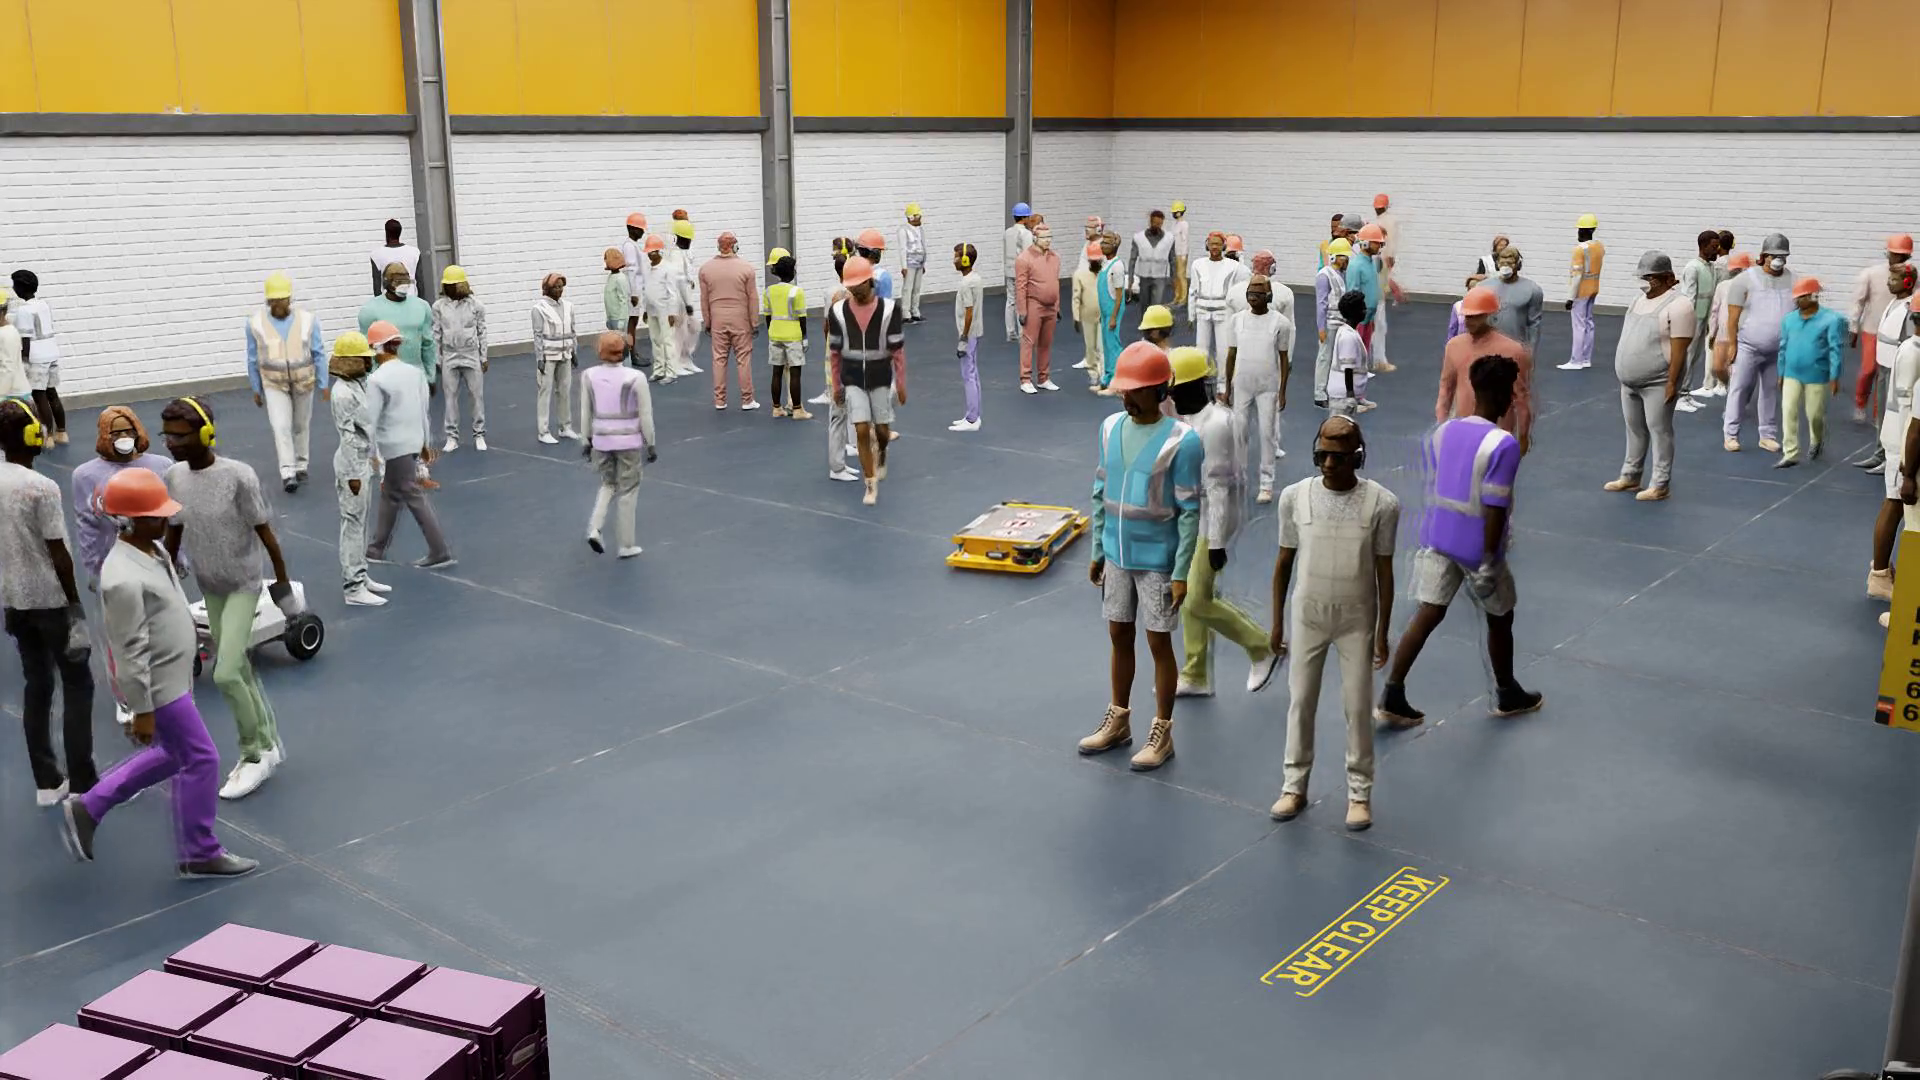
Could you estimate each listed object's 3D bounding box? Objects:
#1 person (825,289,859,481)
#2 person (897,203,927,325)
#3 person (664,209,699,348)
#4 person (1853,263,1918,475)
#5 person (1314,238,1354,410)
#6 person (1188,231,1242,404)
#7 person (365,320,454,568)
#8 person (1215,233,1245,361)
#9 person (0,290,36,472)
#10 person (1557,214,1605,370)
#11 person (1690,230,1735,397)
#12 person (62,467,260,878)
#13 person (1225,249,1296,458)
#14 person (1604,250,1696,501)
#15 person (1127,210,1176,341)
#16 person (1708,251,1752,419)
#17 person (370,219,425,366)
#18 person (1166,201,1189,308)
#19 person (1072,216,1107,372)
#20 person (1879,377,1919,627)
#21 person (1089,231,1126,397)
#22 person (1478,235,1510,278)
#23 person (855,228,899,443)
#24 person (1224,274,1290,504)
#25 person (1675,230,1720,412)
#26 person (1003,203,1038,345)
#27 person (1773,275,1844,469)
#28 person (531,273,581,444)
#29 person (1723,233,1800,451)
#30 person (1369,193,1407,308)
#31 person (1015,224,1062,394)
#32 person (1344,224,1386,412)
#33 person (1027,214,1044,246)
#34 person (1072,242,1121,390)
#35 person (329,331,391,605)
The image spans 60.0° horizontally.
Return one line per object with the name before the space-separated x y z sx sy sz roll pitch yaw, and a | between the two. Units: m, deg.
person | -1.007 -1.333 14.318 0.311 1.636 0.523 0 14 0
person | -0.710 -4.232 25.511 0.404 1.829 0.608 8 16 29
person | -3.823 -3.578 22.788 0.337 1.882 0.584 5 15 19
person | 8.162 -1.485 14.498 0.375 1.845 0.574 3 14 11
person | 4.034 -2.320 17.867 0.404 1.830 0.602 12 18 39
person | 2.778 -2.433 18.211 0.585 1.882 0.337 6 15 23
person | -3.903 -0.652 11.471 0.733 1.724 0.595 2 14 8
person | 3.508 -3.132 21.494 0.307 1.645 0.519 8 16 28
person | -7.692 -1.163 13.406 0.337 1.762 0.537 -13 19 -42
person | 7.748 -3.078 20.704 0.587 1.928 0.362 -12 19 -40
person | 8.501 -2.535 18.663 0.521 1.865 0.327 -5 15 -21
person | -3.255 0.543 6.627 0.697 1.710 0.567 -4 15 -15
person | 2.743 -1.688 15.192 0.641 1.908 0.407 6 15 22
person | 5.610 -1.357 13.595 0.535 2.000 0.690 -4 15 -17
person | 2.619 -3.549 22.714 0.643 1.852 0.993 2 14 8
person | 8.127 -2.151 17.400 0.535 1.726 0.565 -10 17 -34
person | -6.655 -2.837 19.754 0.592 1.922 0.392 -7 16 -26
person | 3.645 -4.771 27.817 0.339 1.761 0.524 -5 15 -17
person | 1.648 -3.037 20.574 0.401 1.913 0.641 -5 15 -20
person | 5.907 -0.451 9.975 0.683 2.000 0.536 -3 14 -11
person | 1.681 -2.540 18.719 0.344 1.847 0.504 -3 14 -10
person | 6.970 -3.175 21.725 0.521 1.615 0.689 2 14 6
person | -0.853 -1.962 16.008 0.615 2.041 0.376 10 17 35
person | 2.385 -1.214 13.421 0.518 1.844 0.332 6 15 24
person | 7.859 -2.345 17.794 0.372 1.916 0.597 12 18 39
person | 0.833 -3.703 23.157 0.391 1.949 0.602 -9 17 -32
person | 7.569 -1.501 14.816 0.692 1.713 0.592 -11 18 -38
person | -3.888 -1.745 15.987 0.318 1.630 0.513 9 17 32
person | 7.517 -1.834 15.502 0.681 2.000 0.538 0 14 1
person | 6.878 -4.639 26.911 0.846 1.947 0.666 -6 15 -24
person | 0.925 -2.634 18.971 0.652 1.906 0.404 -12 18 -40
person | 4.287 -2.359 17.713 0.406 1.987 0.616 9 17 33
person | 1.188 -4.352 26.410 0.280 1.624 0.494 7 16 27
person | 1.568 -2.572 19.129 0.568 1.699 0.871 3 14 11
person | -3.832 -0.461 10.619 0.323 1.743 0.489 -3 14 -10
